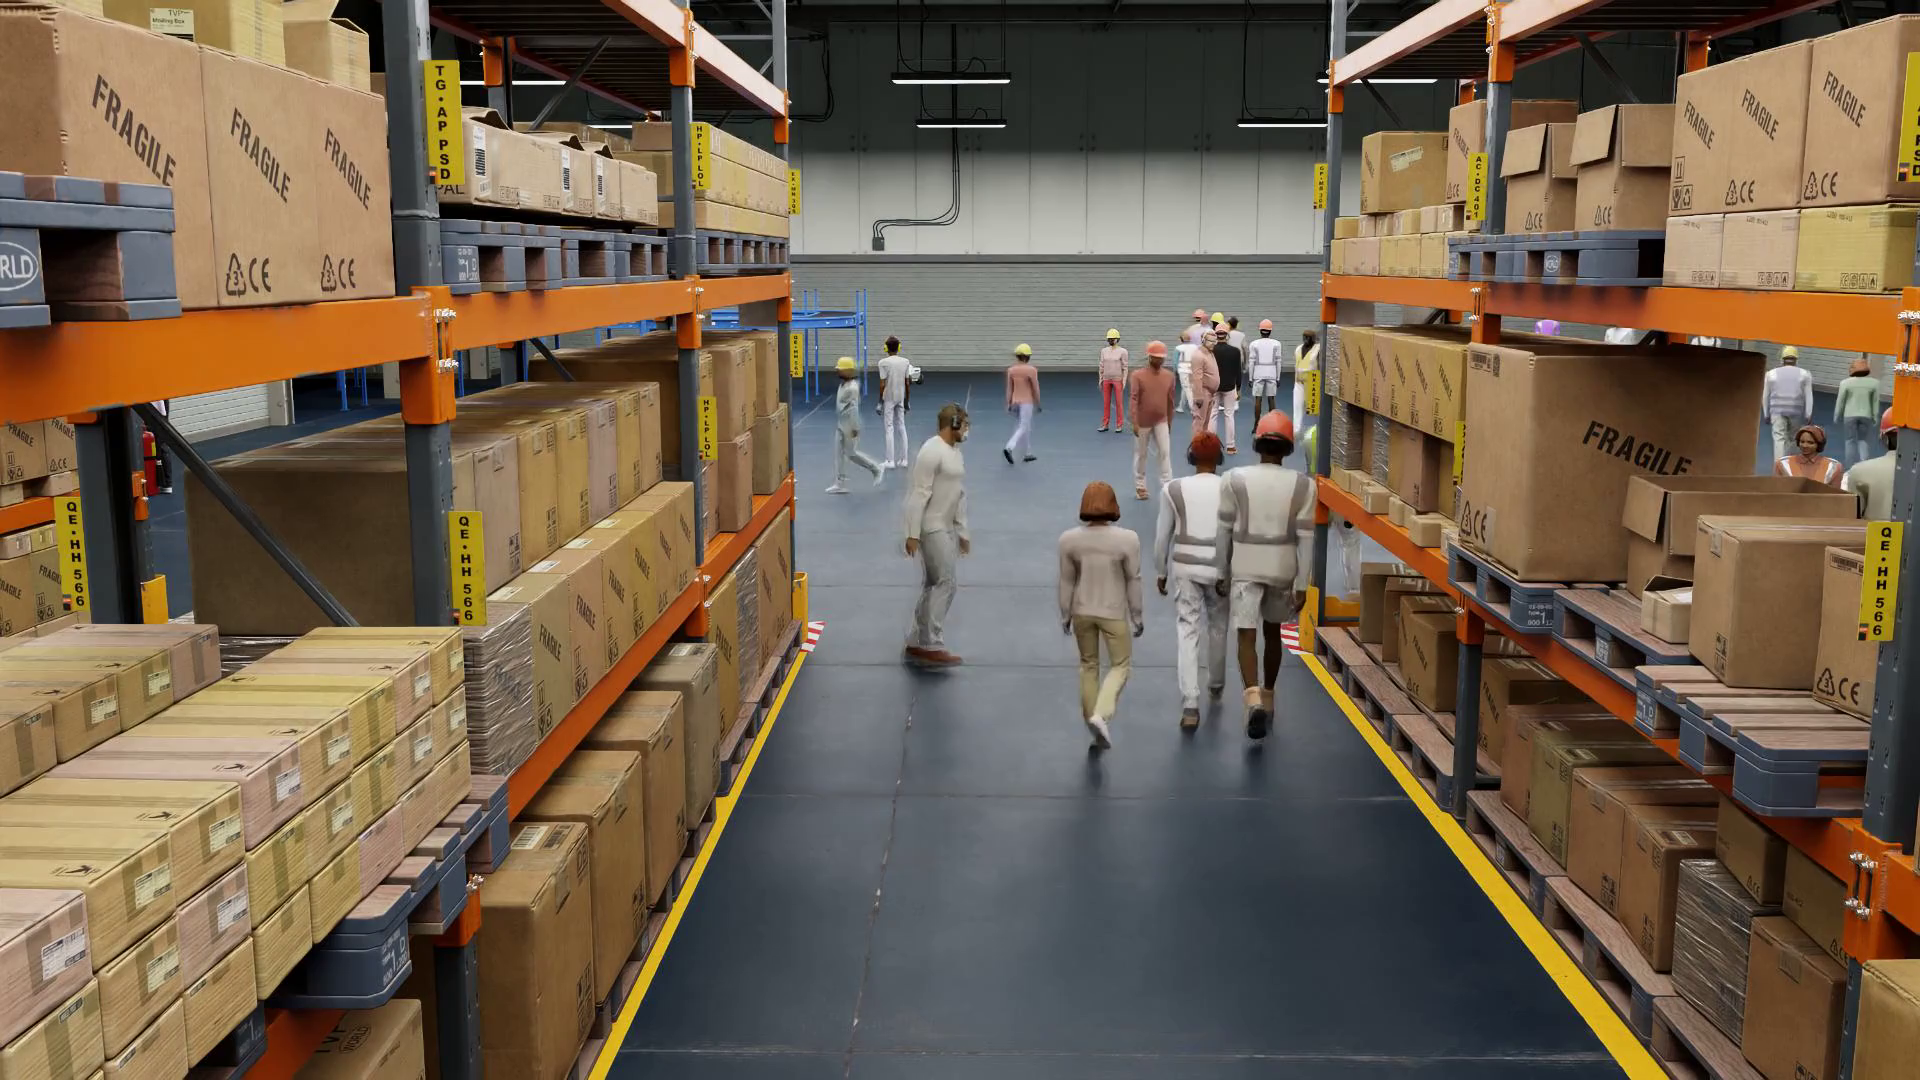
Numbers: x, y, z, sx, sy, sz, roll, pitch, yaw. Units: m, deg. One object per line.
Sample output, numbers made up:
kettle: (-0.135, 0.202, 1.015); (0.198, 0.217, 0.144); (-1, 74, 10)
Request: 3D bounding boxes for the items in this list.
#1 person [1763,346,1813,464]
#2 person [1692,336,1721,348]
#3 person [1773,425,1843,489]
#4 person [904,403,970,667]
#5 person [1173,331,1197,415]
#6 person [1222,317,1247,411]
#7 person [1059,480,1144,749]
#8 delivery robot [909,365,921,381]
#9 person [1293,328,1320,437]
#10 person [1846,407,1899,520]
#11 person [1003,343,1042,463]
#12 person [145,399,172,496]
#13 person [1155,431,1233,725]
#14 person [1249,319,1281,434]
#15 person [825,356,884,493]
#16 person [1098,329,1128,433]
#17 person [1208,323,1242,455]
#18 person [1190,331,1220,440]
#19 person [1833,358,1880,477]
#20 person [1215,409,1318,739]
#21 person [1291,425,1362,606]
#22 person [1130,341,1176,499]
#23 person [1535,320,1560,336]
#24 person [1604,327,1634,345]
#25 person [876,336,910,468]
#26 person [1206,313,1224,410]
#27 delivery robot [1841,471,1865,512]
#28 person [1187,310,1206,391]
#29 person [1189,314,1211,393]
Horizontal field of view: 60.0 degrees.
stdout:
person: (11.207, -1.736, 22.543); (0.597, 1.783, 0.932); (4, 10, 21)
person: (13.733, -3.108, 30.657); (0.509, 1.797, 0.940); (3, 10, 20)
person: (6.643, -0.092, 13.106); (0.517, 1.636, 0.314); (4, 10, 23)
person: (-0.139, -0.040, 12.047); (0.565, 1.884, 0.708); (3, 10, 15)
person: (4.350, -3.200, 31.854); (0.522, 1.594, 0.875); (-5, 11, -27)
person: (5.364, -3.489, 32.904); (0.504, 1.824, 0.973); (-3, 10, -18)
person: (0.819, 0.455, 9.846); (0.520, 1.618, 0.506); (4, 10, 22)
delivery robot: (-1.280, -4.030, 39.775); (0.707, 0.478, 0.477); (9, 13, 43)
person: (5.894, -2.650, 27.923); (0.870, 1.813, 0.633); (-8, 12, -40)
person: (6.141, 0.094, 10.967); (0.640, 1.974, 0.439); (5, 11, 27)
person: (0.869, -1.989, 24.163); (0.519, 1.737, 0.824); (9, 13, 43)
person: (-10.151, -1.518, 20.820); (0.390, 1.914, 0.588); (5, 11, 26)
person: (1.554, 0.214, 10.712); (0.600, 1.822, 0.994); (2, 10, 10)
person: (5.183, -2.780, 28.304); (0.543, 1.939, 0.359); (1, 10, 5)
person: (-1.353, -1.465, 21.079); (0.673, 1.724, 0.490); (-4, 10, -22)
person: (2.624, -2.738, 28.565); (0.523, 1.769, 0.314); (5, 11, 29)
person: (3.976, -2.301, 25.280); (0.610, 1.990, 0.390); (3, 10, 15)
person: (3.615, -2.119, 24.461); (0.405, 1.903, 0.636); (4, 10, 24)
person: (12.091, -1.643, 22.434); (0.513, 1.618, 0.351); (2, 10, 10)
person: (1.895, 0.198, 10.294); (0.605, 2.004, 0.972); (1, 9, 4)
person: (3.129, -0.327, 14.009); (0.931, 1.809, 0.617); (-9, 13, -42)
person: (2.358, -1.426, 20.183); (0.619, 1.940, 1.009); (-2, 10, -10)
person: (13.308, -4.354, 37.741); (0.551, 1.932, 0.376); (3, 10, 16)
person: (13.215, -3.660, 33.662); (0.935, 1.904, 0.640); (-6, 11, -30)
person: (-0.946, -1.955, 23.583); (0.532, 1.865, 0.311); (-6, 11, -33)
person: (5.014, -3.509, 32.717); (0.585, 1.922, 0.372); (-9, 13, -43)
delivery robot: (10.129, -0.543, 18.889); (0.477, 0.478, 0.707); (2, 10, 9)
person: (5.089, -3.896, 35.095); (0.578, 1.895, 0.918); (8, 12, 39)
person: (4.970, -3.672, 33.918); (0.657, 1.863, 0.955); (5, 11, 27)
